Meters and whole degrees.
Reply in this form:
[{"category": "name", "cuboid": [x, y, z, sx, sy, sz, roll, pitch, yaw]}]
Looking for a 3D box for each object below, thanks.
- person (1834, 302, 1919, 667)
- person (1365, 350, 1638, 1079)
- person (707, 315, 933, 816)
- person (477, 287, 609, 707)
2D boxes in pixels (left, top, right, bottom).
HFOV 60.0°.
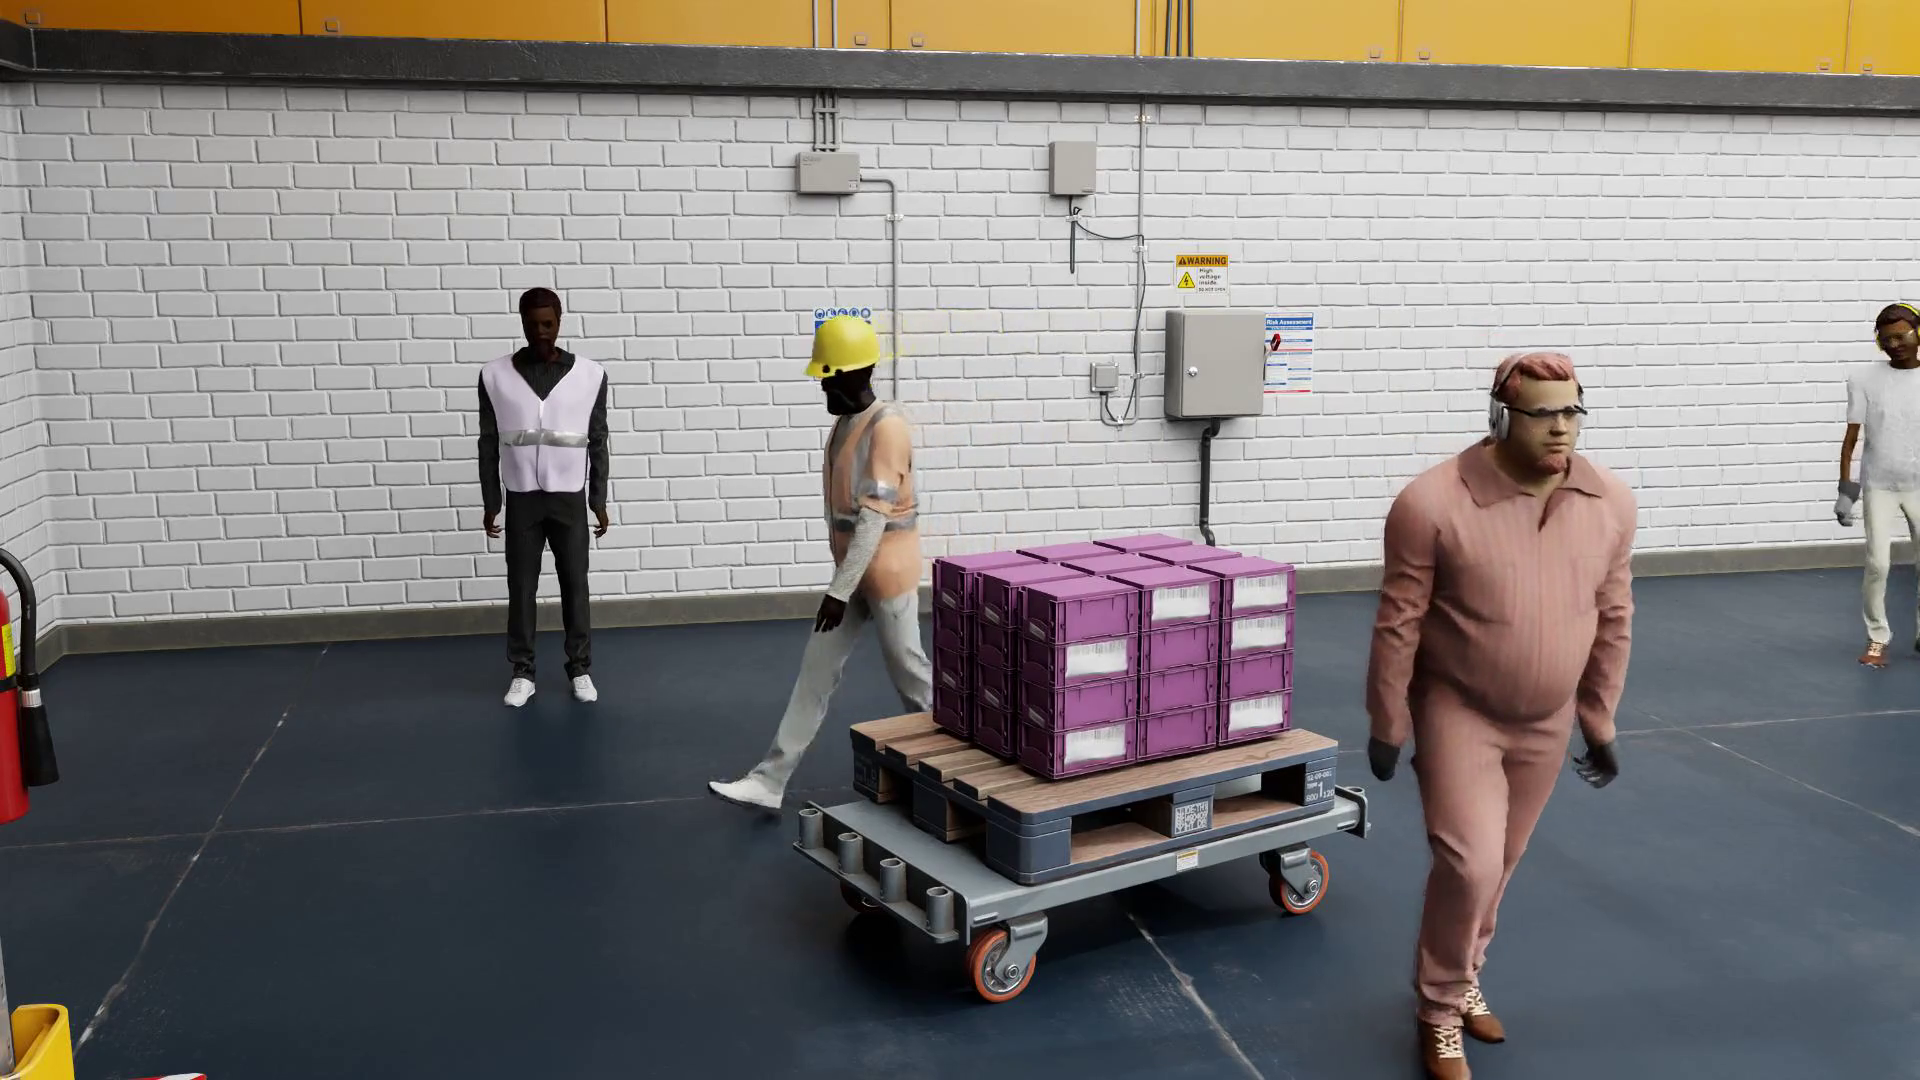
[{"category": "person", "cuboid": [4.702, -0.256, 8.249, 0.667, 1.829, 0.416, 3, 11, 16]}, {"category": "person", "cuboid": [1.373, 0.447, 4.251, 0.648, 1.867, 0.649, -3, 11, -14]}, {"category": "person", "cuboid": [-0.415, 0.131, 6.015, 0.982, 1.861, 0.579, -5, 12, -27]}, {"category": "person", "cuboid": [-1.906, -0.199, 7.670, 0.593, 1.920, 0.391, -2, 10, -13]}]
